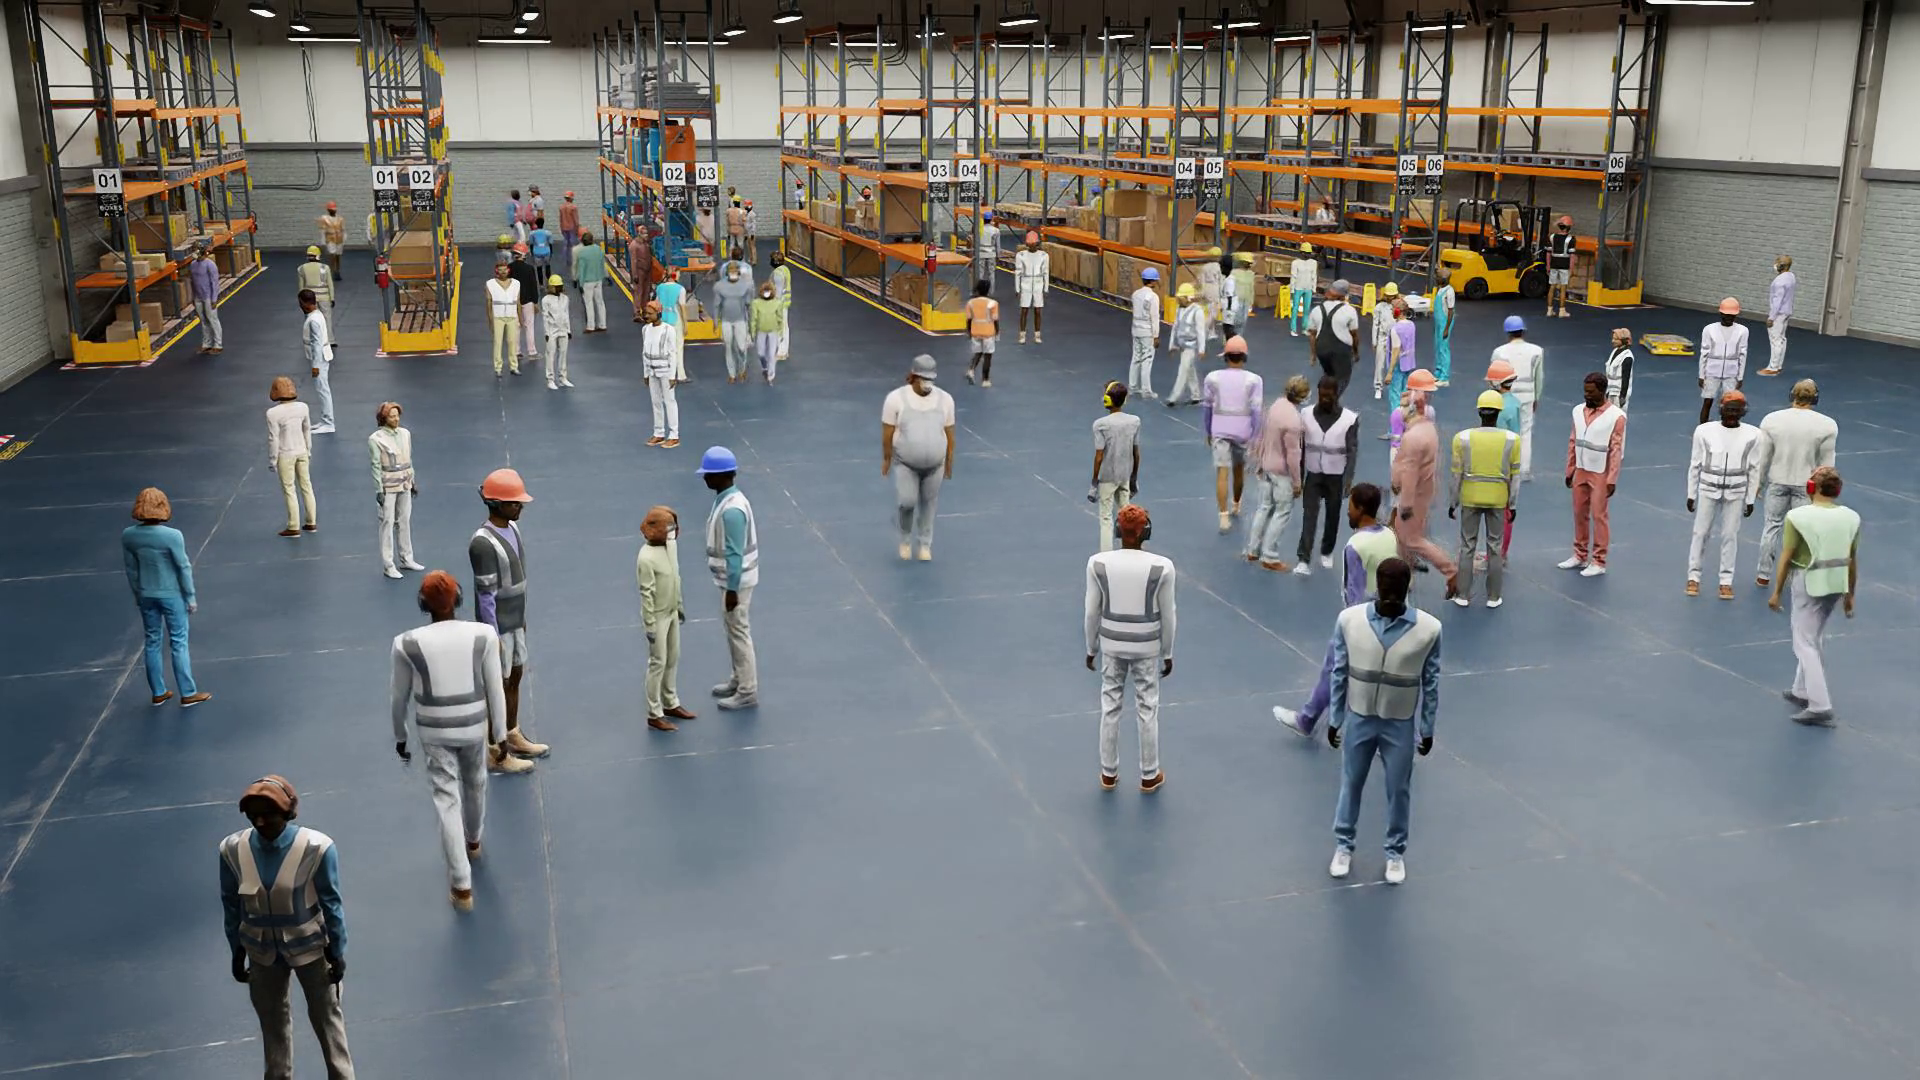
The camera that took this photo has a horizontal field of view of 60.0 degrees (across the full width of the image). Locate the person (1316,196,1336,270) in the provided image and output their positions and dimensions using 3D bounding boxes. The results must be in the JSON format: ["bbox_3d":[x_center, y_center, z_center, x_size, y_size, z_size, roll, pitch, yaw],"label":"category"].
[{"bbox_3d":[9.551,-8.045,43.529,0.563,1.887,1.005,-6,16,-23],"label":"person"}]

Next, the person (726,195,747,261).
[{"bbox_3d":[-5.800,-8.008,43.320,0.582,1.917,0.404,4,16,16],"label":"person"}]

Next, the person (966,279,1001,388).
[{"bbox_3d":[0.365,-3.157,25.502,0.538,1.684,0.389,8,17,28],"label":"person"}]

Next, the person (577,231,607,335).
[{"bbox_3d":[-6.956,-4.854,31.425,0.369,1.930,0.628,11,18,36],"label":"person"}]

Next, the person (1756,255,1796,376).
[{"bbox_3d":[13.123,-3.599,26.677,0.372,1.940,0.630,13,20,40],"label":"person"}]

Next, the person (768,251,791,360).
[{"bbox_3d":[-3.095,-3.994,28.347,0.429,1.842,0.633,2,15,6],"label":"person"}]

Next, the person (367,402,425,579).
[{"bbox_3d":[-5.266,-0.473,15.484,0.307,1.641,0.514,6,16,22],"label":"person"}]

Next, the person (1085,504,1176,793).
[{"bbox_3d":[1.085,0.702,10.618,0.575,1.873,0.362,4,15,16],"label":"person"}]

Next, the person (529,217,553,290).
[{"bbox_3d":[-9.747,-6.670,38.742,0.538,1.676,0.629,-4,15,-14],"label":"person"}]

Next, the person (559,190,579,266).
[{"bbox_3d":[-10.343,-8.267,44.134,0.618,1.992,0.391,9,17,30],"label":"person"}]

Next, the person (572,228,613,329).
[{"bbox_3d":[-7.058,-4.998,31.926,0.635,1.933,0.962,-11,19,-37],"label":"person"}]

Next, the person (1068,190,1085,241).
[{"bbox_3d":[3.442,-9.538,49.436,0.545,1.728,0.554,-1,15,-2],"label":"person"}]

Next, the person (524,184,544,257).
[{"bbox_3d":[-11.905,-8.926,46.525,0.538,2.000,0.682,-8,17,-28],"label":"person"}]

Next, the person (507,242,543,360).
[{"bbox_3d":[-7.443,-4.063,28.315,0.623,1.992,0.397,5,16,17],"label":"person"}]

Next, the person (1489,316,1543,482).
[{"bbox_3d":[6.483,-1.635,19.375,0.625,1.910,0.717,1,15,5],"label":"person"}]

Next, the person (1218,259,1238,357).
[{"bbox_3d":[4.672,-4.009,28.714,0.473,1.676,0.676,1,15,3],"label":"person"}]

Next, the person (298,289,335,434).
[{"bbox_3d":[-8.547,-2.382,22.145,0.392,1.914,0.587,-5,16,-20],"label":"person"}]

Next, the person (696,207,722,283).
[{"bbox_3d":[-6.034,-7.173,40.125,0.610,1.938,1.020,-8,17,-28],"label":"person"}]

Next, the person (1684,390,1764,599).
[{"bbox_3d":[6.768,-0.402,14.775,0.575,1.877,0.348,6,16,20],"label":"person"}]

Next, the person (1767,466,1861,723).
[{"bbox_3d":[6.188,0.396,11.919,0.586,1.807,0.684,-4,15,-13],"label":"person"}]

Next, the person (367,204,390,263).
[{"bbox_3d":[-14.738,-7.669,42.256,0.618,1.795,0.854,-4,15,-15],"label":"person"}]

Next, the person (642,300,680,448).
[{"bbox_3d":[-3.830,-2.115,21.219,0.577,1.879,0.360,11,18,35],"label":"person"}]

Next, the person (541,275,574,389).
[{"bbox_3d":[-6.173,-3.199,25.543,0.312,1.744,0.487,13,19,39],"label":"person"}]

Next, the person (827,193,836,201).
[{"bbox_3d":[-3.801,-9.458,49.307,0.275,1.632,0.507,-14,20,-42],"label":"person"}]

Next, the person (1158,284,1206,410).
[{"bbox_3d":[3.153,-2.760,23.791,0.879,1.787,0.630,-7,16,-24],"label":"person"}]

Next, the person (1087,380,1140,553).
[{"bbox_3d":[1.409,-0.536,15.287,0.531,1.867,0.317,-8,17,-27],"label":"person"}]

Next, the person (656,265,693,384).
[{"bbox_3d":[-4.492,-3.360,25.964,0.565,1.841,0.396,9,17,31],"label":"person"}]

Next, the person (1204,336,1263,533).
[{"bbox_3d":[2.822,-1.113,17.259,0.597,1.982,1.079,3,15,10],"label":"person"}]

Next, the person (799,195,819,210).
[{"bbox_3d":[-4.430,-9.472,48.973,0.623,1.839,0.429,-3,15,-11],"label":"person"}]

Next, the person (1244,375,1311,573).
[{"bbox_3d":[2.982,-0.632,15.605,0.467,1.893,0.764,-3,15,-10],"label":"person"}]

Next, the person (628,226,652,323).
[{"bbox_3d":[-6.317,-5.289,33.129,0.401,1.897,0.648,5,16,18],"label":"person"}]

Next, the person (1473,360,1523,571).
[{"bbox_3d":[5.061,-0.698,15.664,0.391,1.989,0.610,9,18,32],"label":"person"}]

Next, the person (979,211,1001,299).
[{"bbox_3d":[0.601,-6.302,36.858,0.613,1.942,0.405,3,15,10],"label":"person"}]

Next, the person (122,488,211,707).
[{"bbox_3d":[-5.810,0.421,12.134,0.497,1.633,0.285,2,15,9],"label":"person"}]

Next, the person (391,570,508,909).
[{"bbox_3d":[-2.872,1.064,9.349,0.600,1.822,0.994,-6,16,-23],"label":"person"}]

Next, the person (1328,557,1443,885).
[{"bbox_3d":[2.395,1.004,9.418,0.596,1.909,0.383,5,16,17],"label":"person"}]

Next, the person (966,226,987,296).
[{"bbox_3d":[0.375,-6.285,37.354,0.514,1.642,0.310,8,17,28],"label":"person"}]

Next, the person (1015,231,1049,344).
[{"bbox_3d":[1.306,-4.553,30.067,0.615,2.041,0.391,-1,15,-3],"label":"person"}]

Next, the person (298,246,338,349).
[{"bbox_3d":[-11.388,-4.291,29.506,0.588,1.822,0.403,-2,15,-6],"label":"person"}]
